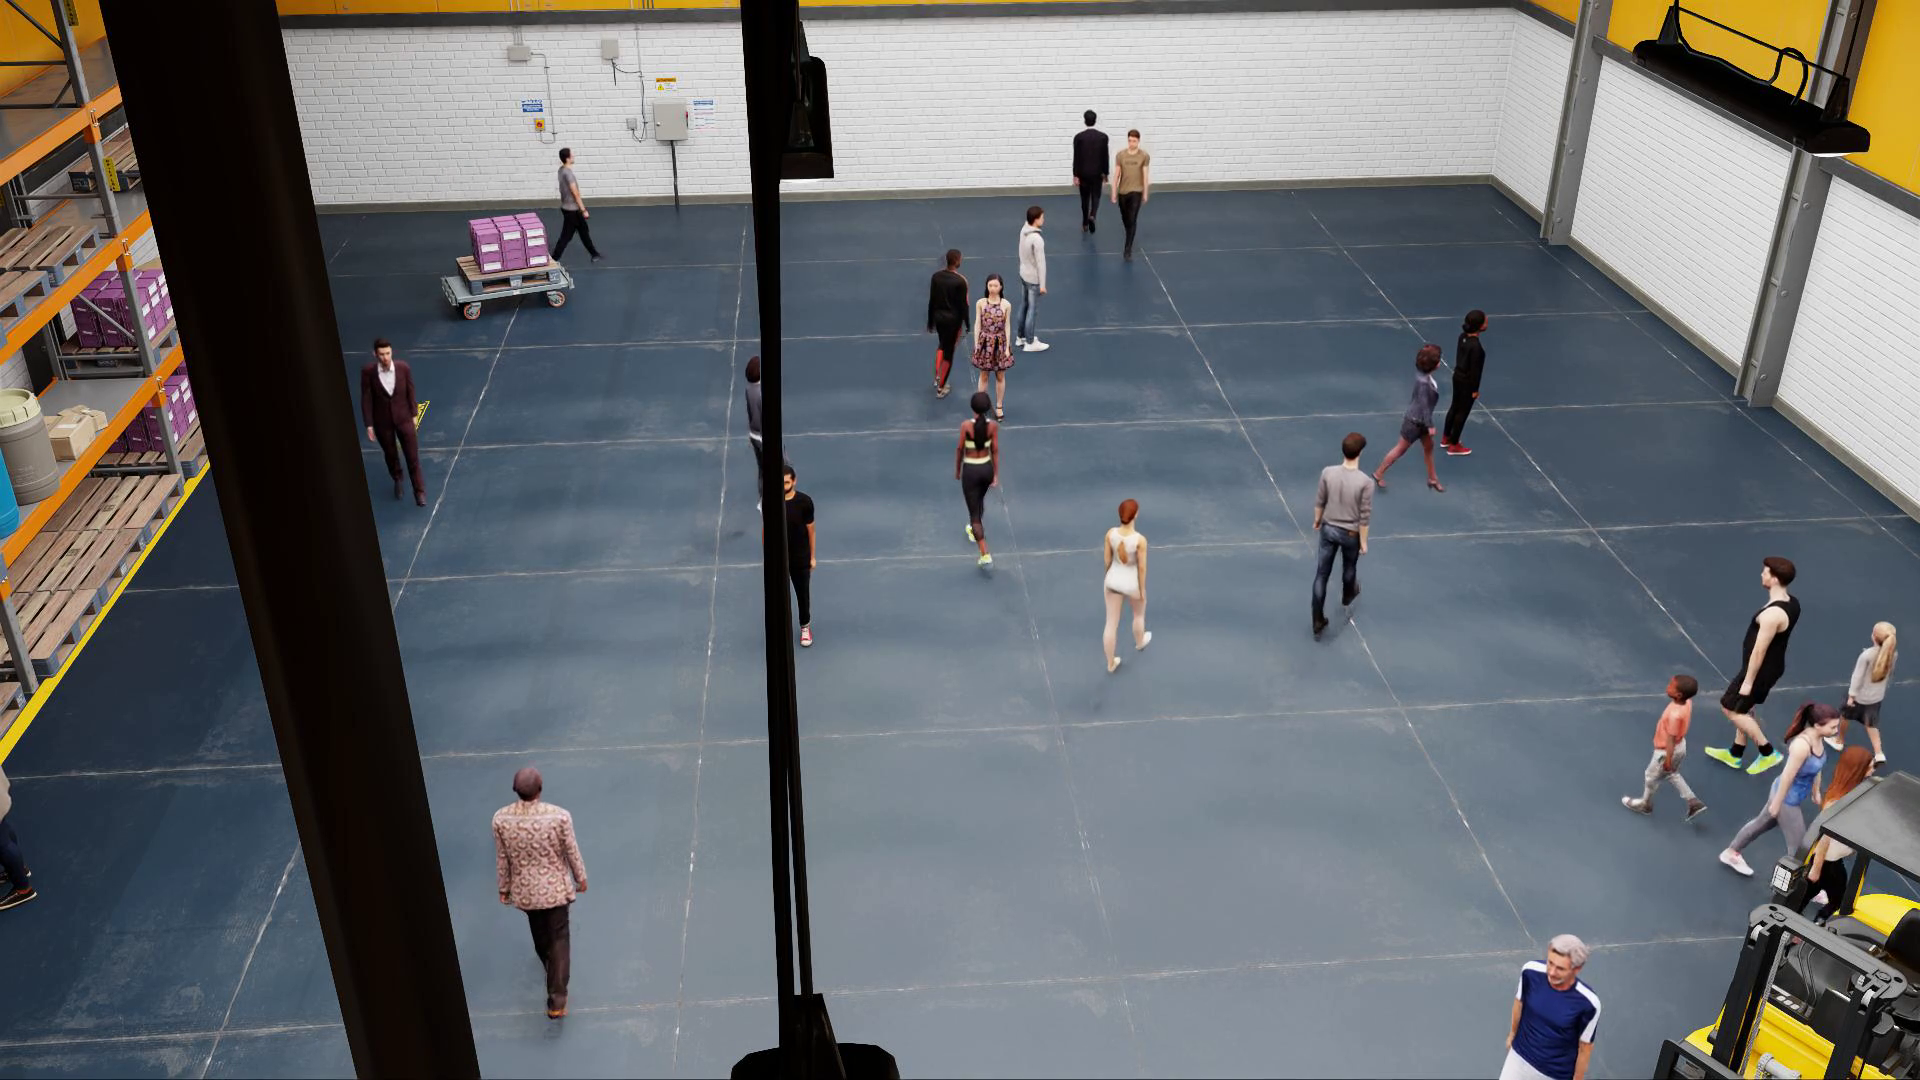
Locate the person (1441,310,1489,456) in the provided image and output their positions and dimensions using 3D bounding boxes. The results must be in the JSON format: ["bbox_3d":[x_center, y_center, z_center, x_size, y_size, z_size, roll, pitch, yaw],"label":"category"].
[{"bbox_3d":[5.580,-1.747,18.364,0.656,1.674,0.464,-5,29,-9],"label":"person"}]

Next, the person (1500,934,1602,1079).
[{"bbox_3d":[3.421,2.963,9.610,1.144,1.787,1.189,22,36,35],"label":"person"}]

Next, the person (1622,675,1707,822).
[{"bbox_3d":[5.458,1.598,12.627,0.861,1.296,0.791,21,35,34],"label":"person"}]

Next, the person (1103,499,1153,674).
[{"bbox_3d":[1.394,0.434,14.418,0.834,1.623,0.973,13,31,22],"label":"person"}]

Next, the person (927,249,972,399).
[{"bbox_3d":[-0.183,-2.536,19.697,0.838,1.782,0.900,14,31,23],"label":"person"}]

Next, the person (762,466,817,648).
[{"bbox_3d":[-1.519,0.126,14.842,0.652,1.758,0.598,2,29,3],"label":"person"}]

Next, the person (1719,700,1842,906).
[{"bbox_3d":[5.873,1.822,11.936,1.096,1.563,1.025,24,36,36],"label":"person"}]

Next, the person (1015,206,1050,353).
[{"bbox_3d":[0.895,-3.325,21.071,0.804,1.850,0.633,-12,31,-21],"label":"person"}]

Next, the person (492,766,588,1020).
[{"bbox_3d":[-2.731,2.303,10.811,0.764,1.796,1.158,0,29,0],"label":"person"}]

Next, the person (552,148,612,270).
[{"bbox_3d":[-5.622,-4.691,23.714,0.913,1.717,1.161,-11,31,-20],"label":"person"}]

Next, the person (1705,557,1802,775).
[{"bbox_3d":[6.356,1.041,13.043,0.998,1.874,0.938,21,35,33],"label":"person"}]

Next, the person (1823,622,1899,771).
[{"bbox_3d":[7.293,1.252,13.301,0.560,1.256,0.848,-4,29,-7],"label":"person"}]

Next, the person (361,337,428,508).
[{"bbox_3d":[-5.927,-1.267,17.328,0.912,1.824,1.226,-10,30,-17],"label":"person"}]

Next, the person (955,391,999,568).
[{"bbox_3d":[0.189,-0.560,16.150,0.725,1.709,1.211,-9,30,-15],"label":"person"}]

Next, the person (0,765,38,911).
[{"bbox_3d":[-6.923,1.741,11.743,0.870,1.891,0.764,-17,33,-28],"label":"person"}]

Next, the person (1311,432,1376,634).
[{"bbox_3d":[3.396,-0.018,15.005,1.132,1.854,1.302,15,32,25],"label":"person"}]

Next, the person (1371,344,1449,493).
[{"bbox_3d":[4.695,-1.230,17.440,0.956,1.651,1.065,10,30,18],"label":"person"}]

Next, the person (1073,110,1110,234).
[{"bbox_3d":[1.969,-5.510,25.058,0.801,1.869,1.009,2,29,3],"label":"person"}]

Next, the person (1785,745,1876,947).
[{"bbox_3d":[5.805,2.094,11.283,0.779,1.711,0.715,17,33,28],"label":"person"}]

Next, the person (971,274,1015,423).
[{"bbox_3d":[0.373,-2.193,19.078,0.699,1.773,0.707,2,29,3],"label":"person"}]

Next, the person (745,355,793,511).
[{"bbox_3d":[-2.038,-1.020,16.936,0.781,1.764,0.844,24,37,37],"label":"person"}]

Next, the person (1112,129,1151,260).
[{"bbox_3d":[2.510,-5.107,24.376,0.944,1.815,1.293,7,29,13],"label":"person"}]
